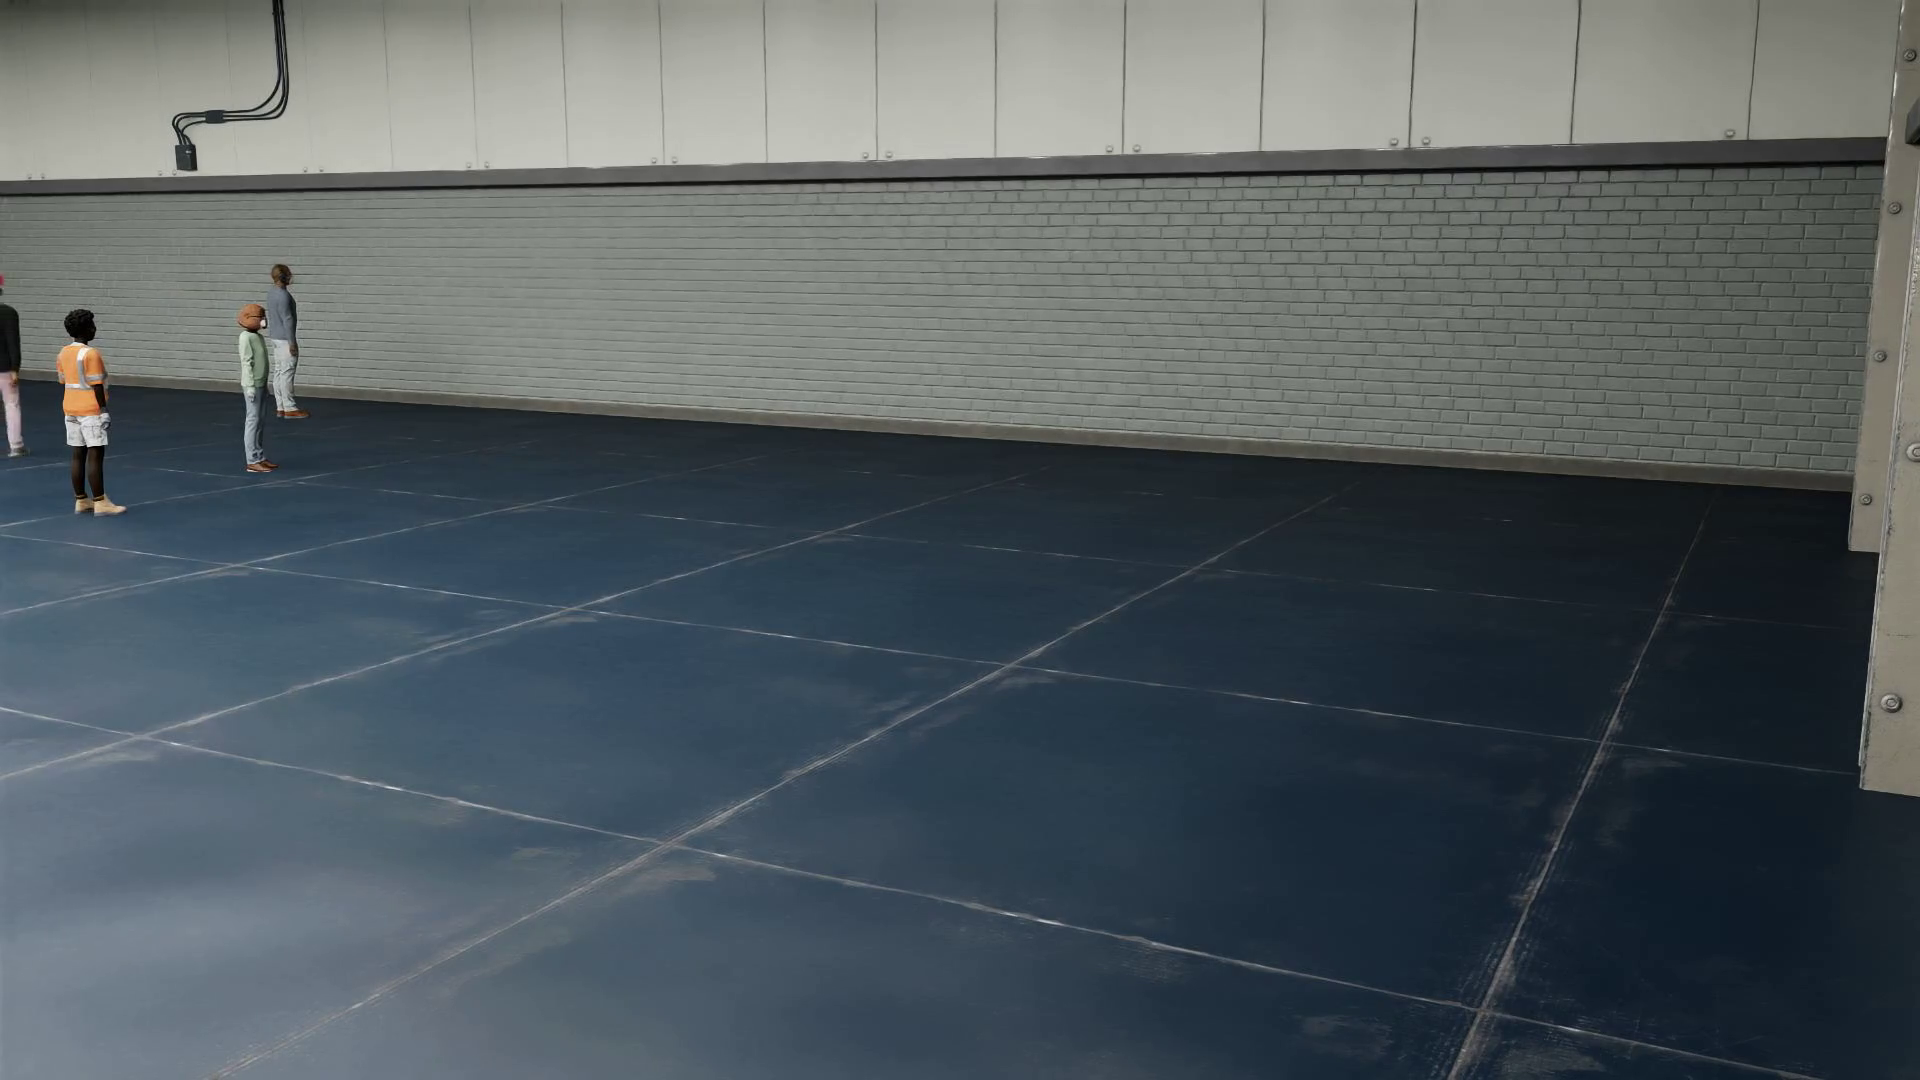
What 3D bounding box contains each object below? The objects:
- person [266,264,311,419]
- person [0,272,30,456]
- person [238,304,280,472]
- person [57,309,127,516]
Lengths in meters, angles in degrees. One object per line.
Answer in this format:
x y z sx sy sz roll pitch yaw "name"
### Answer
-8.492 -2.497 20.941 0.372 1.940 0.632 -8 13 -37 "person"
-9.931 -1.791 17.019 0.604 1.971 0.888 -1 10 -6 "person"
-6.869 -1.485 16.252 0.264 1.632 0.508 -1 10 -7 "person"
-7.168 -1.044 13.670 0.531 1.698 0.320 7 12 32 "person"
